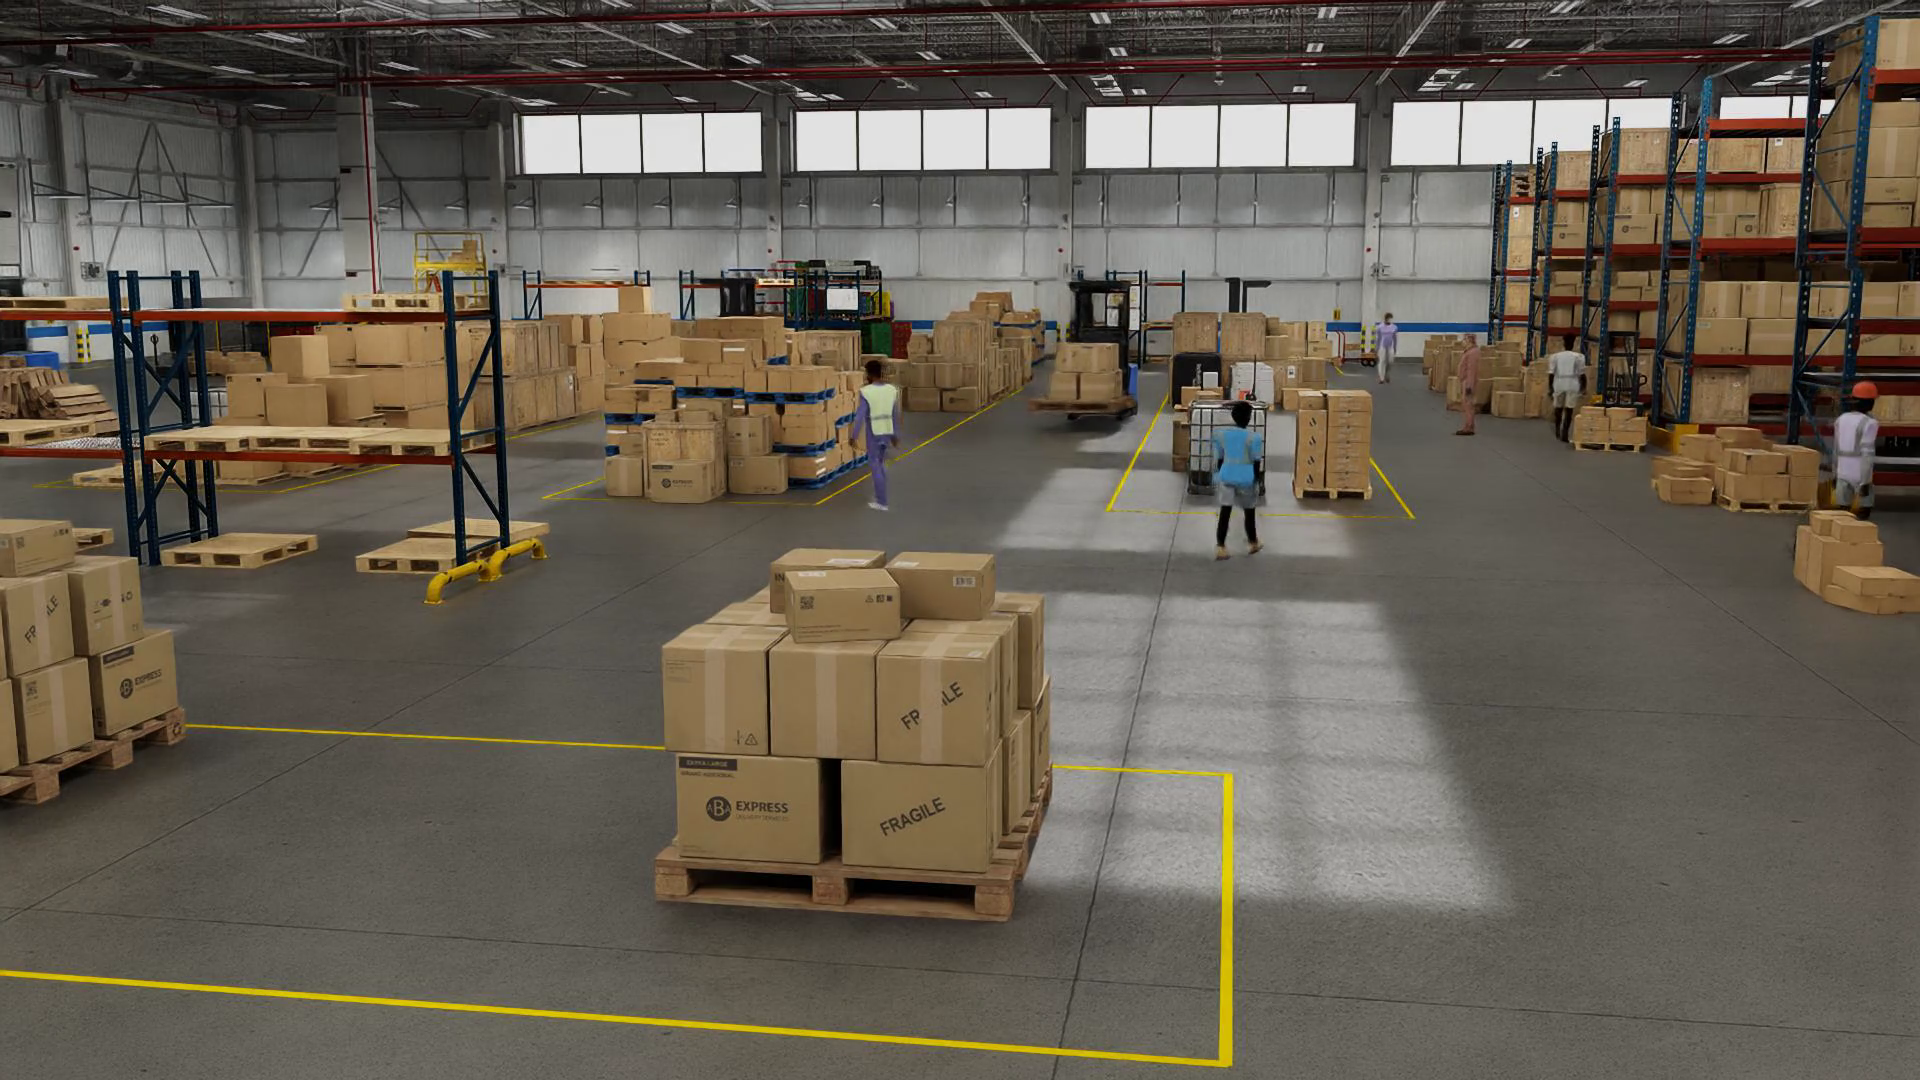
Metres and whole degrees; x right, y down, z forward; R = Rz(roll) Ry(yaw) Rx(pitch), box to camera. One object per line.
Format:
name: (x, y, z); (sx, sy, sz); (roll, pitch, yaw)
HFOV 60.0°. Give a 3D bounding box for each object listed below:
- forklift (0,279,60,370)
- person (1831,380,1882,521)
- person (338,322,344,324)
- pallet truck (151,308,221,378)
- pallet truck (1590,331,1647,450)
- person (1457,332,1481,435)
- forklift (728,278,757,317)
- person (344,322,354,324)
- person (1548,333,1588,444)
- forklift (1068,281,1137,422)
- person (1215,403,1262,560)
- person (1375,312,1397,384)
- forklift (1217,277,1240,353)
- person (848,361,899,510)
forklift: (-22.592, -4.798, 39.505); (1.873, 2.768, 1.129); (1, 9, 9)
person: (9.158, -0.691, 17.164); (0.715, 1.919, 0.548); (-2, 9, -12)
person: (-18.726, -6.149, 50.839); (0.659, 1.921, 0.415); (4, 10, 23)
pallet truck: (-21.869, -5.598, 47.154); (0.823, 1.965, 1.885); (4, 10, 26)
pallet truck: (11.253, -2.573, 28.499); (0.823, 1.965, 1.885); (5, 10, 27)
person: (9.395, -2.888, 30.730); (0.403, 1.905, 0.650); (3, 10, 15)
forklift: (-5.825, -5.661, 44.830); (1.873, 2.768, 1.129); (4, 10, 24)
person: (-14.332, -4.273, 39.162); (0.352, 1.937, 0.635); (8, 12, 39)
person: (10.733, -2.676, 29.306); (0.617, 1.934, 0.800); (6, 11, 34)
forklift: (2.951, -3.874, 33.810); (1.129, 2.768, 1.873); (3, 10, 16)
person: (2.948, -0.625, 17.552); (0.544, 1.647, 0.861); (6, 11, 33)
person: (11.389, -5.129, 44.514); (0.665, 1.926, 0.419); (-1, 9, -8)
forklift: (7.931, -6.231, 48.345); (1.873, 2.768, 1.129); (1, 9, 9)
person: (-1.141, -1.340, 21.208); (0.689, 1.889, 0.601); (8, 12, 41)
